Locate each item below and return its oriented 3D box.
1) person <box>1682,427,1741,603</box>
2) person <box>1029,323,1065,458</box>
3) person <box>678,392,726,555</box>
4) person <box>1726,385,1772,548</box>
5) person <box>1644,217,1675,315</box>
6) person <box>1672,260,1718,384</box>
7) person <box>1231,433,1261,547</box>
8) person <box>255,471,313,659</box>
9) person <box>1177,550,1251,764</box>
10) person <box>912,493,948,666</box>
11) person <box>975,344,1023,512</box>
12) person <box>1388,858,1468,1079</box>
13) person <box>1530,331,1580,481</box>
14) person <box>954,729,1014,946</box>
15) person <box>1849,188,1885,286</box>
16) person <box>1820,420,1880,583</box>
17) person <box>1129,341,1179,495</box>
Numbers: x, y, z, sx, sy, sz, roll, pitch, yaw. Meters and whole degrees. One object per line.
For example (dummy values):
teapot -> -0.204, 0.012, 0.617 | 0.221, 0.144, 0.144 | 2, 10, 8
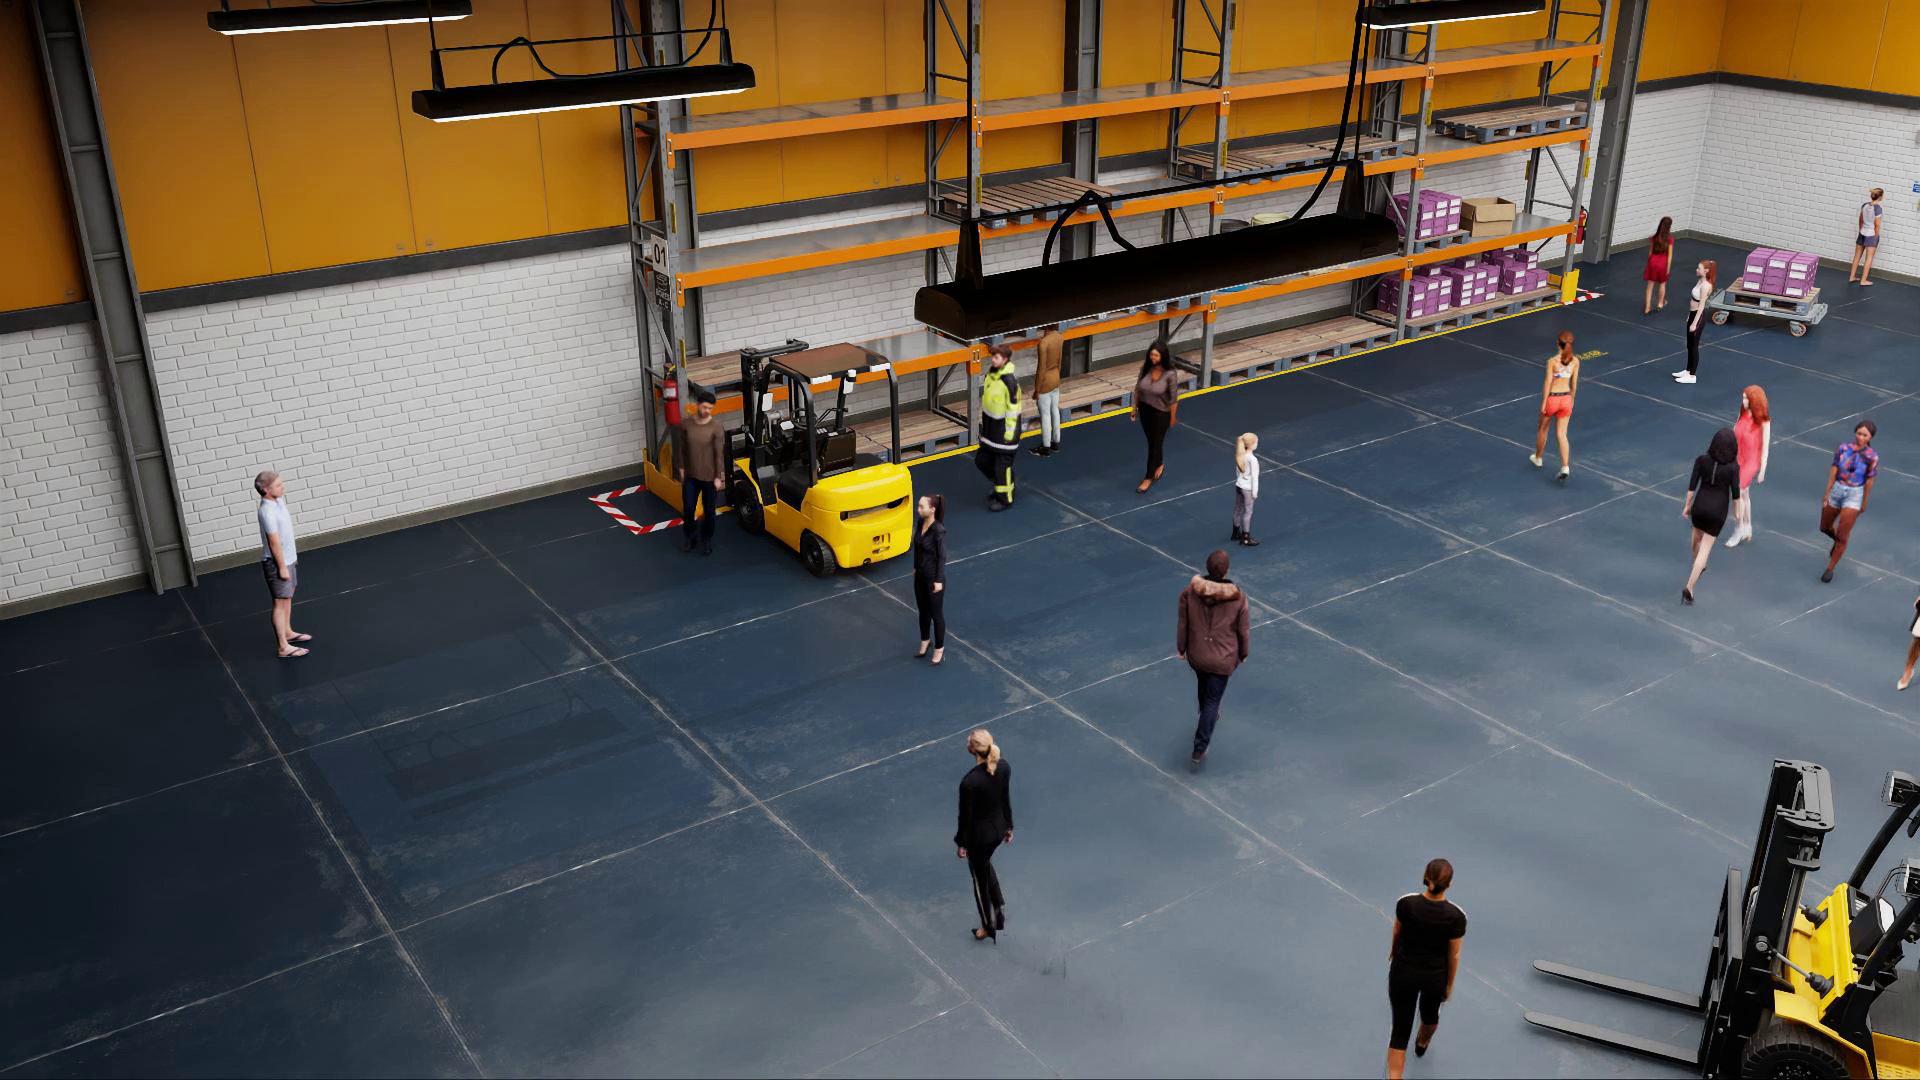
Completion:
person -> 7.489, -0.204, 16.721 | 0.750, 1.760, 1.144 | 22, 32, 40
person -> 1.097, -1.936, 20.615 | 0.761, 1.816, 0.589 | 17, 29, 34
person -> -2.773, -0.713, 17.765 | 0.780, 1.857, 0.851 | 8, 25, 19
person -> 8.598, -0.802, 18.039 | 0.785, 1.801, 0.718 | -7, 25, -16
person -> 11.110, -4.363, 26.524 | 0.708, 1.529, 0.955 | 18, 30, 36
person -> 10.324, -3.068, 23.297 | 0.729, 1.741, 0.657 | 6, 24, 13
person -> 3.113, -0.569, 18.157 | 0.550, 1.279, 0.531 | -9, 25, -20
person -> -6.442, 0.200, 15.711 | 0.684, 1.829, 0.705 | -4, 24, -10
person -> 2.088, 1.002, 13.912 | 1.148, 1.801, 1.332 | 10, 25, 21
person -> -0.285, 0.356, 15.502 | 0.481, 1.712, 0.572 | -16, 28, -33
person -> 0.528, -1.300, 18.971 | 0.714, 1.967, 0.785 | -14, 27, -29
person -> 2.801, 2.717, 10.199 | 1.001, 1.632, 1.150 | 8, 25, 17
person -> 7.177, -1.578, 19.873 | 1.148, 1.753, 1.030 | -2, 24, -4
person -> 0.229, 2.100, 11.531 | 0.741, 1.696, 0.601 | 22, 32, 40
person -> 15.425, -5.164, 28.238 | 0.637, 1.625, 0.650 | -7, 25, -16
person -> 9.226, -0.436, 17.290 | 0.948, 1.730, 0.674 | -21, 31, -39
person -> 2.347, -1.478, 19.586 | 0.860, 1.800, 1.168 | 17, 29, 35
